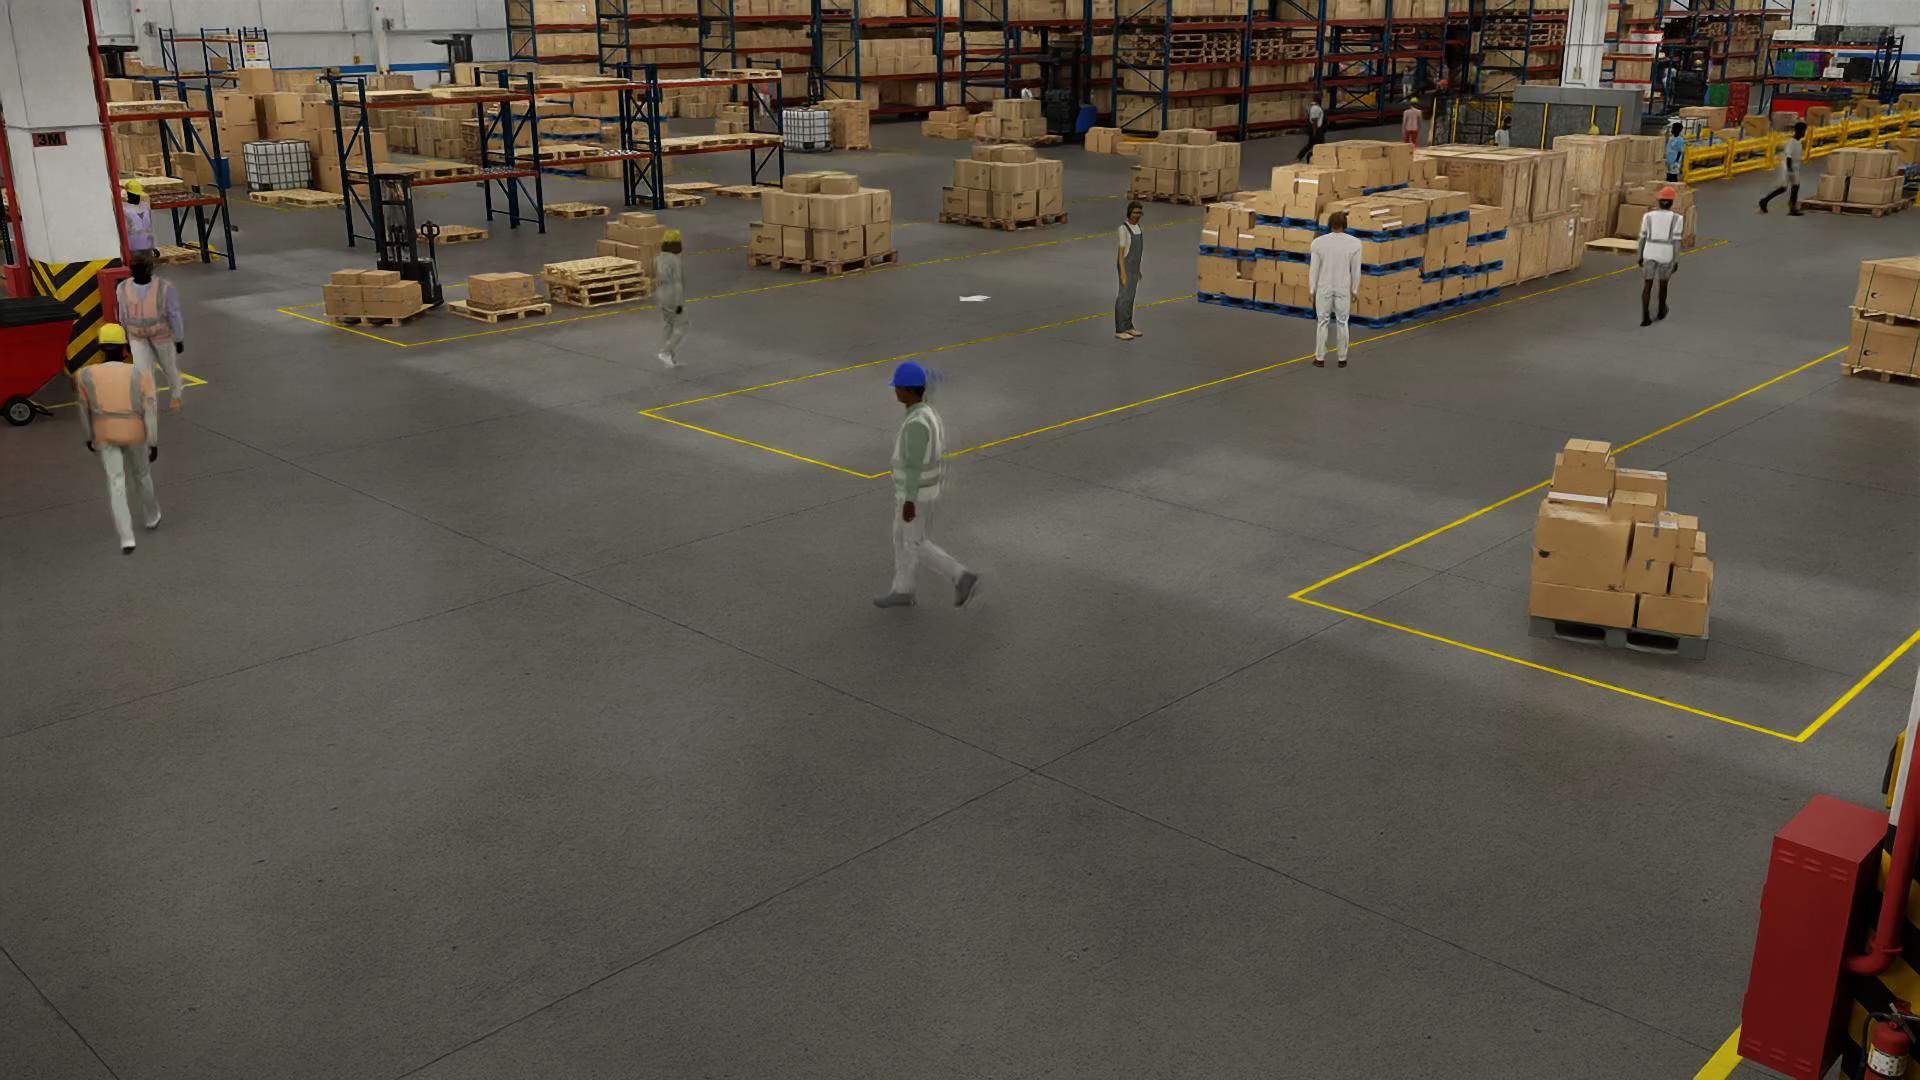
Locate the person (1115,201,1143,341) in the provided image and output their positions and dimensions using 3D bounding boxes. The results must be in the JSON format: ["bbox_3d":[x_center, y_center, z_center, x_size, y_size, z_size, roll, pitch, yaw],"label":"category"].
[{"bbox_3d":[2.281,-3.612,22.289,0.345,1.841,0.506,12,22,32],"label":"person"}]

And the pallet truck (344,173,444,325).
[{"bbox_3d":[-8.209,-4.181,23.757,0.823,1.965,1.885,3,19,9],"label":"pallet truck"}]

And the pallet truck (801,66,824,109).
[{"bbox_3d":[-4.812,-15.182,56.903,0.823,1.965,1.885,-9,21,-26],"label":"pallet truck"}]

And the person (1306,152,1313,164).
[{"bbox_3d":[5.879,-5.596,28.147,0.597,1.916,0.370,-7,20,-21],"label":"person"}]

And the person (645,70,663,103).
[{"bbox_3d":[-10.371,-14.988,56.463,0.593,1.909,0.384,4,19,12],"label":"person"}]

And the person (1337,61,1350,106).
[{"bbox_3d":[15.508,-18.431,66.864,0.664,1.883,0.669,4,19,13],"label":"person"}]

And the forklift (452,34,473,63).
[{"bbox_3d":[-19.328,-18.330,65.007,1.129,2.768,1.873,17,25,41],"label":"forklift"}]

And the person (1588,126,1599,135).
[{"bbox_3d":[13.383,-7.890,35.322,0.531,1.754,0.385,-2,18,-5],"label":"person"}]

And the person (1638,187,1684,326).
[{"bbox_3d":[9.821,-3.991,23.348,0.573,1.888,0.962,11,21,30],"label":"person"}]

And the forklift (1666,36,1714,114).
[{"bbox_3d":[27.341,-17.291,61.877,1.129,2.768,1.873,17,25,41],"label":"forklift"}]

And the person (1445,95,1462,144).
[{"bbox_3d":[14.358,-12.121,48.308,0.503,1.601,0.770,16,24,39],"label":"person"}]

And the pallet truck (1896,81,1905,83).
[{"bbox_3d":[34.802,-16.331,61.455,0.653,1.274,1.630,17,25,41],"label":"pallet truck"}]

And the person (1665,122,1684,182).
[{"bbox_3d":[15.868,-8.427,37.021,0.318,1.697,0.535,-1,18,-3],"label":"person"}]

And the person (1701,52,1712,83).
[{"bbox_3d":[32.249,-20.190,72.155,0.549,1.899,0.923,16,24,40],"label":"person"}]

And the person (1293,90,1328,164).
[{"bbox_3d":[9.277,-10.797,43.622,0.914,2.000,0.684,0,18,1],"label":"person"}]

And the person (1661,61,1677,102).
[{"bbox_3d":[29.401,-18.989,68.908,0.536,1.655,0.853,14,23,37],"label":"person"}]

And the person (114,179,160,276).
[{"bbox_3d":[-11.886,-4.258,24.110,0.377,1.920,0.586,8,20,22],"label":"person"}]

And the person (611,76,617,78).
[{"bbox_3d":[-11.929,-15.252,57.689,0.509,1.629,0.315,15,24,38],"label":"person"}]

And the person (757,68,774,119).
[{"bbox_3d":[-7.048,-16.131,60.110,0.690,1.776,0.935,2,18,5],"label":"person"}]

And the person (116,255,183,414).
[{"bbox_3d":[-8.819,-2.235,18.200,0.634,1.808,0.930,-4,19,-12],"label":"person"}]

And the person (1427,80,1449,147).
[{"bbox_3d":[14.154,-12.611,49.238,0.699,1.954,0.688,-10,21,-27],"label":"person"}]

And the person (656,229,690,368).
[{"bbox_3d":[-3.562,-2.949,20.468,0.497,1.733,0.426,17,25,41],"label":"person"}]

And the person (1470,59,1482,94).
[{"bbox_3d":[22.083,-19.688,70.987,0.595,1.679,0.544,-16,24,-40],"label":"person"}]

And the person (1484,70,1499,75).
[{"bbox_3d":[22.924,-20.131,71.761,0.602,2.035,0.398,7,20,20],"label":"person"}]

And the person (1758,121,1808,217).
[{"bbox_3d":[17.065,-7.658,34.332,0.616,1.940,0.822,-15,24,-38],"label":"person"}]

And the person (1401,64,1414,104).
[{"bbox_3d":[18.142,-18.444,67.341,0.509,1.613,0.502,14,23,36],"label":"person"}]

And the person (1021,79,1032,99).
[{"bbox_3d":[2.067,-13.216,51.159,0.354,1.883,0.573,7,20,20],"label":"person"}]

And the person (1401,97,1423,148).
[{"bbox_3d":[12.184,-11.034,44.811,0.539,1.748,0.534,-1,18,-2],"label":"person"}]

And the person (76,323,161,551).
[{"bbox_3d":[-7.072,-0.891,14.040,0.608,1.878,0.981,-7,19,-19],"label":"person"}]

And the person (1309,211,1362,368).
[{"bbox_3d":[4.616,-3.091,20.575,0.628,1.934,0.375,2,18,6],"label":"person"}]

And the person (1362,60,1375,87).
[{"bbox_3d":[18.416,-21.068,74.911,0.429,1.815,0.601,-13,23,-35],"label":"person"}]

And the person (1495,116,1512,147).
[{"bbox_3d":[11.957,-8.415,36.727,0.329,1.865,0.514,17,25,42],"label":"person"}]

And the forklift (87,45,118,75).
[{"bbox_3d":[-26.944,-14.161,52.447,1.873,2.768,1.129,6,19,18],"label":"forklift"}]

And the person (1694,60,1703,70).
[{"bbox_3d":[29.283,-18.152,66.115,0.600,1.827,0.404,-9,21,-26],"label":"person"}]

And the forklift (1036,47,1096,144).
[{"bbox_3d":[3.232,-13.597,50.747,1.129,2.768,1.873,17,25,41],"label":"forklift"}]

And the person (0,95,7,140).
[{"bbox_3d":[-29.084,-13.120,50.890,0.632,1.880,1.063,6,19,16],"label":"person"}]

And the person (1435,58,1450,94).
[{"bbox_3d":[19.024,-18.014,65.590,0.518,1.895,0.663,-15,23,-37],"label":"person"}]

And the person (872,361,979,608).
[{"bbox_3d":[-0.273,-0.387,12.444,0.717,1.927,0.614,-1,18,-4],"label":"person"}]
